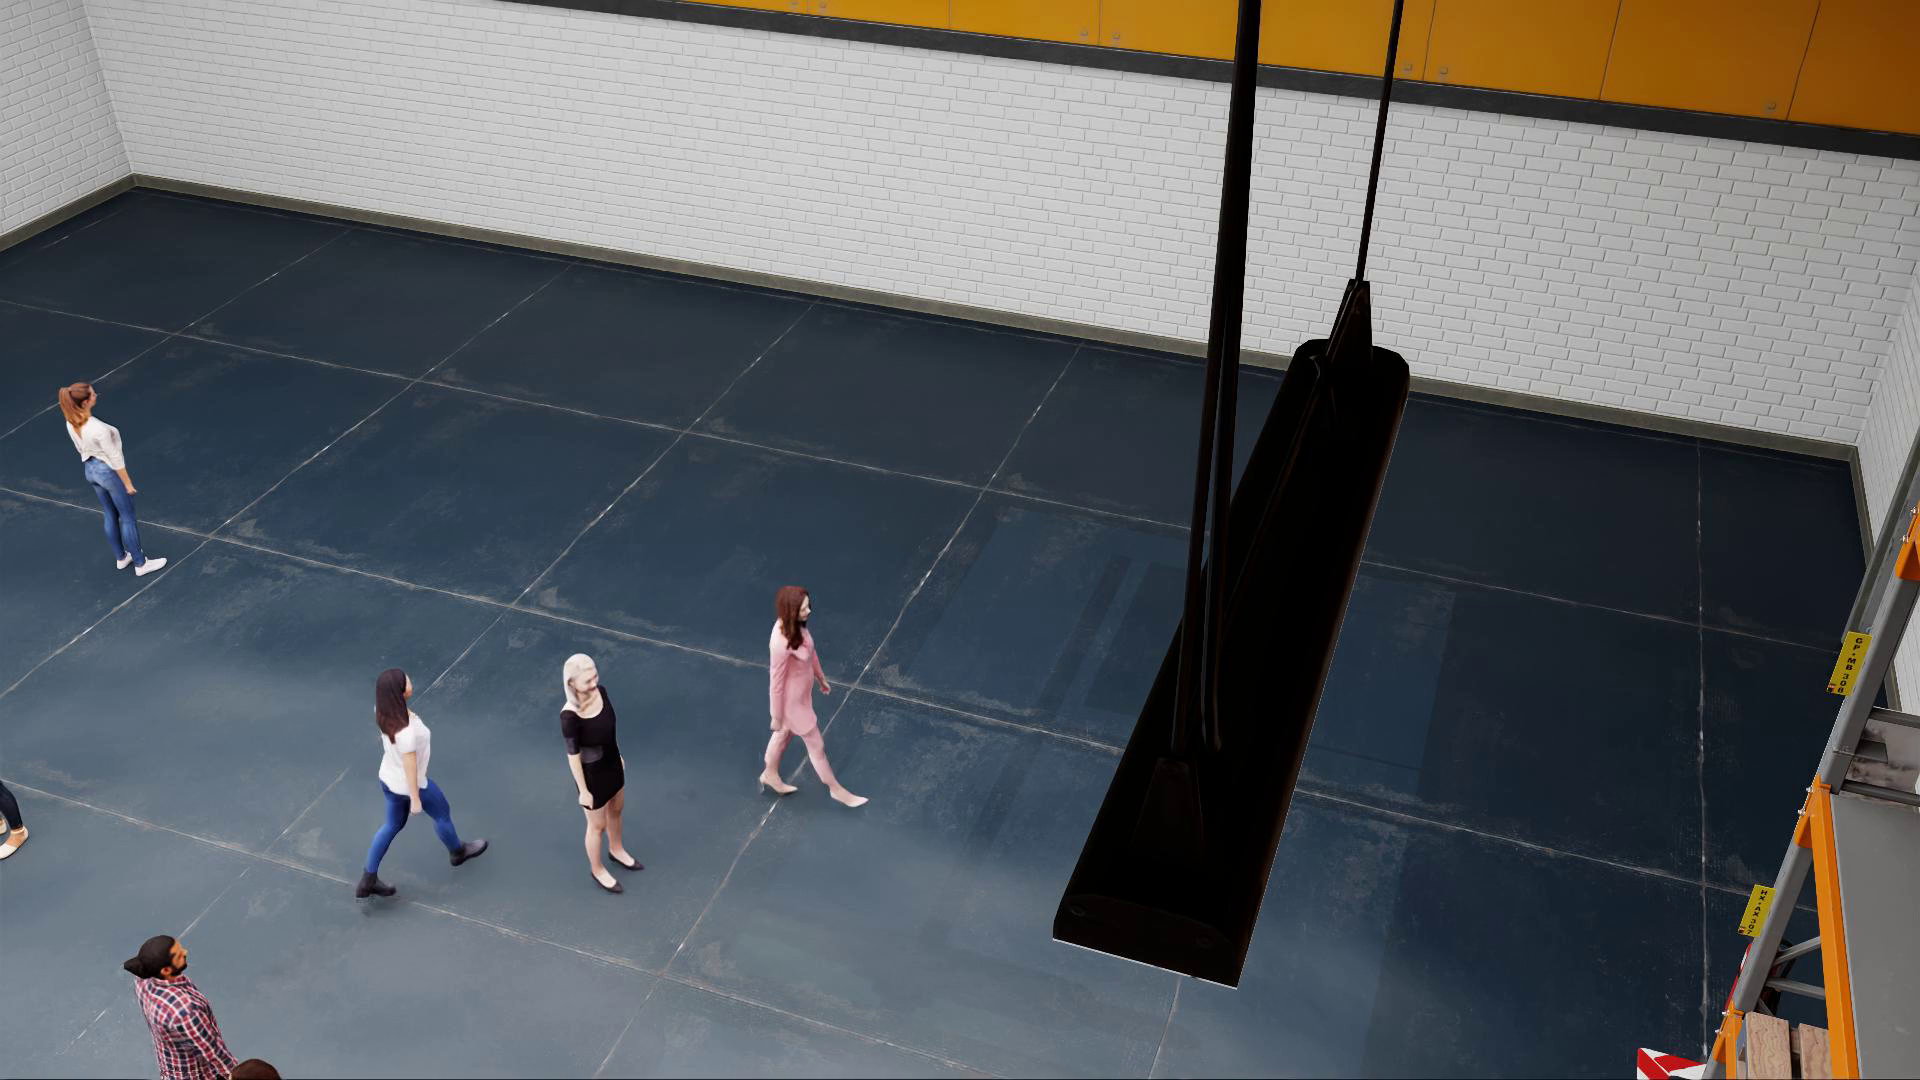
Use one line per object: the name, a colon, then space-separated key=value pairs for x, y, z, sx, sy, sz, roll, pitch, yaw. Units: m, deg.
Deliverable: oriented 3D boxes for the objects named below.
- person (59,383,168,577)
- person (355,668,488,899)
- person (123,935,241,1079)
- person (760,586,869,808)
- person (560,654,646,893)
person: x=-6.852 y=-0.495 z=13.368 sx=0.639 sy=1.720 sz=0.581 roll=17 pitch=37 yaw=24
person: x=-3.515 y=1.573 z=10.326 sx=1.196 sy=1.643 sz=0.948 roll=-27 pitch=42 yaw=-34
person: x=-3.978 y=2.722 z=8.511 sx=0.969 sy=1.738 sz=1.123 roll=29 pitch=43 yaw=36
person: x=-1.182 y=1.043 z=11.011 sx=0.847 sy=1.768 sz=1.010 roll=5 pitch=34 yaw=7
person: x=-2.269 y=1.441 z=10.357 sx=0.638 sy=1.829 sz=0.418 roll=12 pitch=36 yaw=18
